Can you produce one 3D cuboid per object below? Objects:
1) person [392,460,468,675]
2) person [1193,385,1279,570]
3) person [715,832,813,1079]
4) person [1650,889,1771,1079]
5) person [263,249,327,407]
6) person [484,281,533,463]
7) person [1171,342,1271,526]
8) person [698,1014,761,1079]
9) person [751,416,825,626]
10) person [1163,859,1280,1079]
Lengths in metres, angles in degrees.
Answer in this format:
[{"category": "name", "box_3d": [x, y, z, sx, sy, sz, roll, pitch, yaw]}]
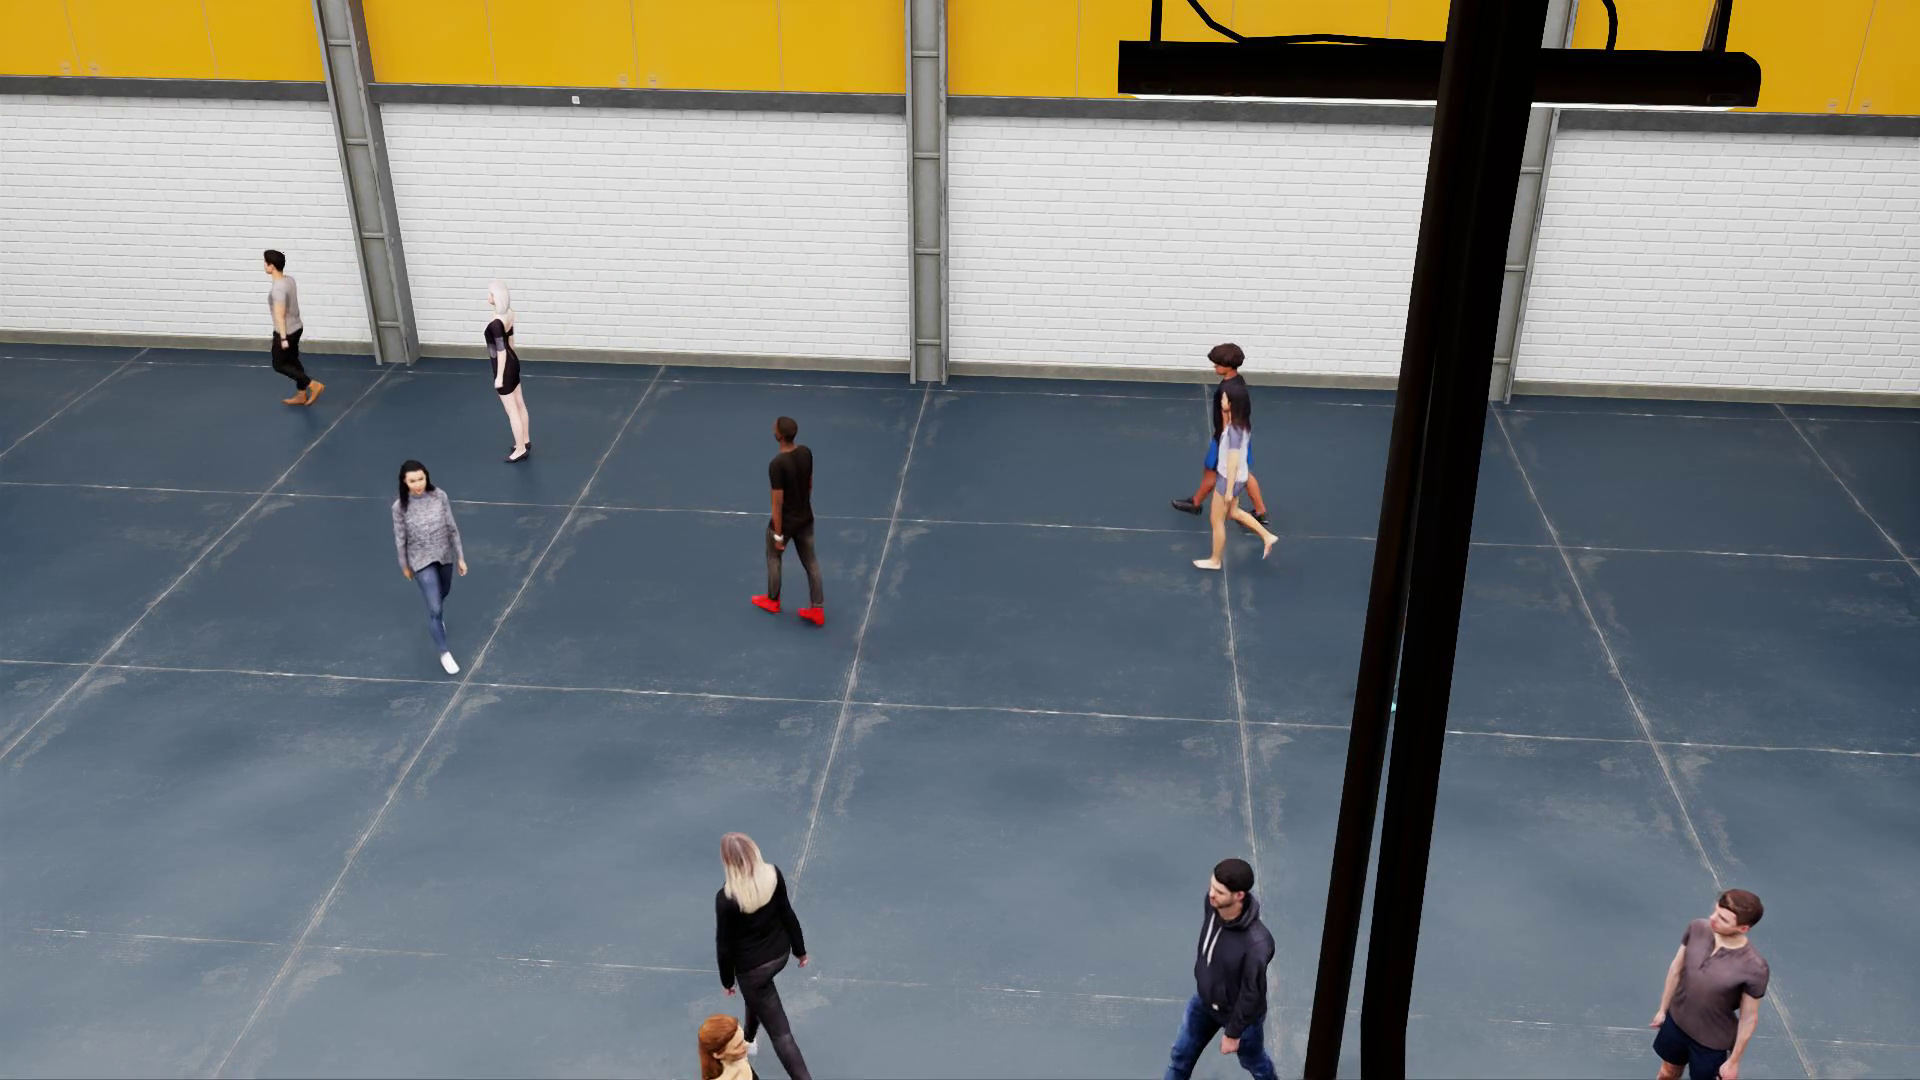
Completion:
[{"category": "person", "box_3d": [-4.140, 0.120, 12.984, 1.125, 1.697, 1.139, -19, 34, -31]}, {"category": "person", "box_3d": [2.386, -0.499, 14.098, 0.948, 1.717, 0.640, 5, 29, 9]}, {"category": "person", "box_3d": [-1.001, 2.356, 8.956, 1.243, 1.629, 1.103, 25, 37, 37]}, {"category": "person", "box_3d": [3.790, 2.494, 8.470, 0.743, 1.852, 0.735, -14, 32, -24]}, {"category": "person", "box_3d": [-6.861, -2.159, 17.148, 0.746, 1.710, 0.654, -1, 29, -1]}, {"category": "person", "box_3d": [-4.370, -1.636, 16.066, 0.494, 1.829, 0.580, 1, 29, 3]}, {"category": "person", "box_3d": [2.502, -0.896, 14.803, 1.240, 1.739, 0.916, 13, 31, 23]}, {"category": "person", "box_3d": [-1.175, 2.903, 7.994, 1.035, 1.591, 0.560, 2, 29, 4]}, {"category": "person", "box_3d": [-1.274, -0.114, 13.327, 1.071, 1.780, 0.966, 22, 36, 35]}, {"category": "person", "box_3d": [1.498, 2.399, 8.665, 1.288, 1.832, 1.083, -13, 31, -22]}]
